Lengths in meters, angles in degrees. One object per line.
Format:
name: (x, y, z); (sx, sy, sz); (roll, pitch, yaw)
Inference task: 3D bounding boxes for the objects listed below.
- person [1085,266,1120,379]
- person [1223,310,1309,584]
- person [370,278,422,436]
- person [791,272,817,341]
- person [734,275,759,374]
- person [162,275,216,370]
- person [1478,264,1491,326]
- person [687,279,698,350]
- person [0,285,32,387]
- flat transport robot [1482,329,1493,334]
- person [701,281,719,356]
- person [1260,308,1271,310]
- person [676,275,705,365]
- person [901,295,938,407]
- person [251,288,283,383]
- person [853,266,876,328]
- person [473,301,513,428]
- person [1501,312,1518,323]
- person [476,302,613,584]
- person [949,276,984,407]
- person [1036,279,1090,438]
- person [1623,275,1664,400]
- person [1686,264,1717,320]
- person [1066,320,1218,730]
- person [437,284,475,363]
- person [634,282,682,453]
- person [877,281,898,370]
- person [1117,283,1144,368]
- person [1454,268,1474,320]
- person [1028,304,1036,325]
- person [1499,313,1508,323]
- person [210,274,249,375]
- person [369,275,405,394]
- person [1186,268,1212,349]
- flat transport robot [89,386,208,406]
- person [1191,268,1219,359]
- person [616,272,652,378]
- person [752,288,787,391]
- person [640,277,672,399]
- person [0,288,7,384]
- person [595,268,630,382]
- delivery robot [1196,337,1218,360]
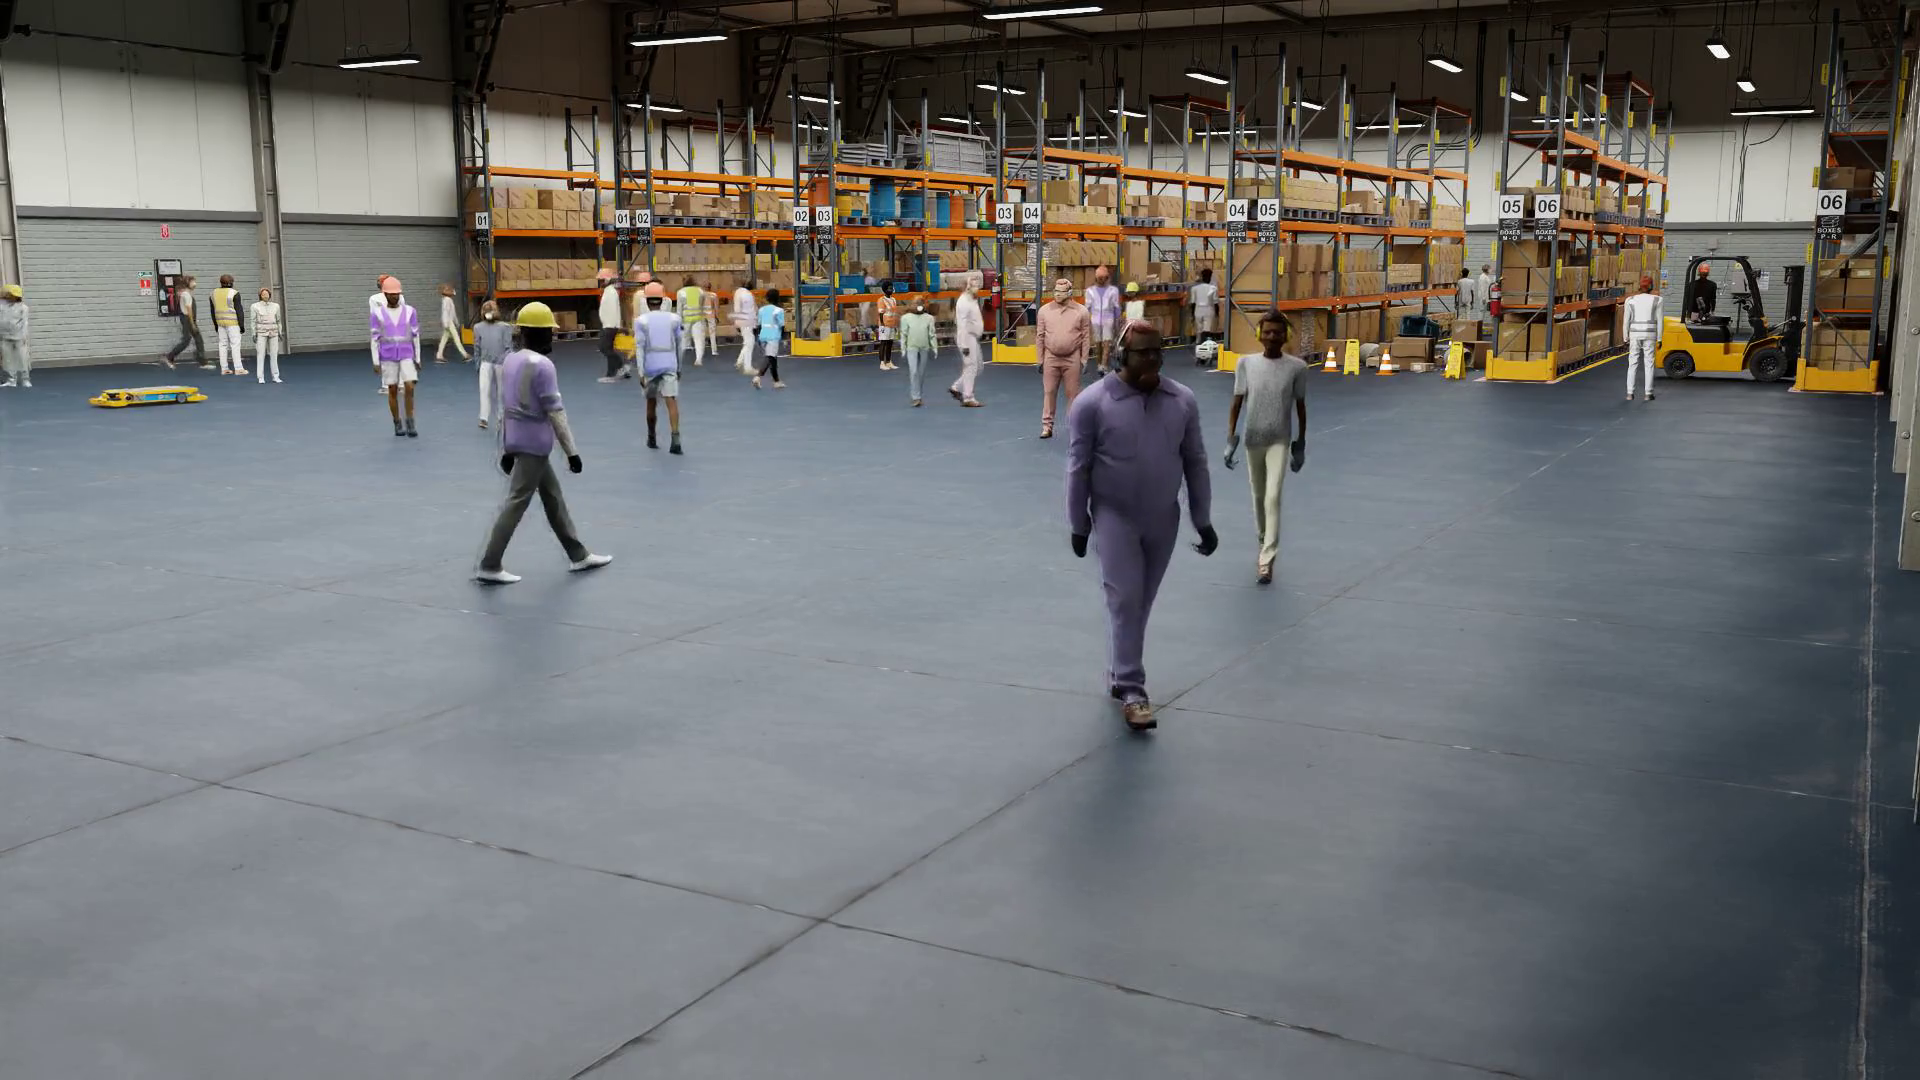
person: (2.539, -3.889, 29.782); (0.638, 1.980, 1.121); (2, 10, 13)
person: (2.099, -0.659, 11.373); (0.518, 1.823, 0.993); (4, 10, 22)
person: (-6.742, -2.174, 19.935); (0.580, 1.909, 0.814); (-4, 11, -23)
person: (-3.555, -5.202, 37.960); (0.598, 1.815, 0.630); (4, 11, 24)
person: (-3.912, -3.956, 30.618); (0.447, 1.830, 0.661); (-5, 11, -28)
person: (-14.794, -4.140, 31.762); (0.861, 1.817, 0.518); (-3, 10, -17)
person: (15.130, -6.974, 47.967); (0.372, 1.940, 0.630); (4, 10, 22)
person: (-6.183, -5.223, 38.594); (0.512, 1.639, 0.311); (6, 12, 33)
person: (-15.782, -3.380, 27.630); (0.659, 1.700, 0.347); (1, 10, 4)
flat transport robot: (14.197, -5.770, 45.796); (1.431, 0.197, 0.652); (1, 10, 4)
person: (-5.532, -4.851, 36.424); (0.522, 1.636, 0.311); (0, 10, 2)
person: (7.480, -5.621, 39.973); (0.882, 1.967, 0.637); (-9, 13, -43)
person: (-5.423, -4.403, 33.333); (0.628, 1.805, 0.831); (-6, 11, -30)
person: (-0.559, -2.712, 23.984); (0.512, 1.600, 0.730); (-3, 10, -19)
person: (-11.896, -3.508, 28.553); (0.522, 1.638, 0.309); (-9, 13, -43)
person: (-2.622, -6.315, 44.238); (0.646, 1.892, 0.952); (9, 13, 42)
person: (-5.908, -2.203, 21.027); (0.502, 1.604, 0.768); (-1, 10, -6)
person: (15.584, -6.827, 46.809); (0.667, 2.000, 0.700); (7, 12, 37)
person: (-2.845, -0.651, 11.160); (1.013, 1.874, 0.600); (-7, 12, -35)
person: (0.132, -2.859, 24.012); (0.455, 1.890, 0.671); (2, 10, 9)
person: (1.225, -2.153, 19.847); (0.642, 1.905, 0.399); (1, 10, 9)
person: (10.329, -3.049, 25.151); (0.574, 1.884, 0.356); (5, 11, 29)
person: (16.294, -5.061, 36.596); (0.612, 1.997, 0.375); (3, 10, 18)
person: (0.881, -0.076, 7.762); (0.657, 1.868, 0.897); (-4, 10, -20)
person: (-10.347, -4.420, 34.005); (0.838, 1.583, 0.524); (-2, 10, -11)
person: (-3.340, -1.921, 18.548); (0.564, 1.900, 0.993); (-4, 10, -21)
person: (-1.381, -4.092, 31.804); (0.318, 1.697, 0.535); (5, 11, 29)
person: (2.953, -3.544, 28.512); (0.898, 1.711, 0.545); (-4, 11, -23)
person: (13.537, -6.366, 44.649); (0.514, 1.860, 0.326); (2, 10, 13)
person: (1.778, -5.258, 37.980); (0.379, 1.917, 0.597); (-4, 11, -24)
person: (14.877, -6.561, 45.287); (0.628, 2.021, 0.449); (0, 10, 1)
person: (-13.426, -3.954, 30.576); (0.634, 1.840, 0.429); (2, 10, 13)
person: (-9.064, -3.258, 26.375); (0.573, 1.883, 0.353); (-8, 13, -40)
person: (5.687, -5.482, 39.358); (0.639, 1.910, 0.908); (5, 11, 28)
flat transport robot: (-11.926, -2.125, 24.456); (0.652, 0.197, 1.431); (7, 12, 37)
person: (5.052, -4.663, 34.451); (0.608, 1.942, 0.837); (6, 12, 34)
person: (-5.714, -3.838, 29.748); (0.978, 1.904, 0.540); (-5, 11, -25)
person: (-3.124, -3.260, 27.037); (0.538, 1.662, 0.820); (8, 12, 38)
person: (-4.639, -3.094, 25.475); (0.534, 1.863, 0.309); (-3, 10, -17)
person: (-16.196, -3.471, 27.817); (0.404, 1.814, 0.605); (-2, 10, -14)
person: (-6.035, -3.707, 28.742); (0.485, 1.979, 0.616); (-4, 10, -22)
delivery robot: (4.957, -3.783, 33.057); (0.477, 0.478, 0.707); (5, 11, 28)
